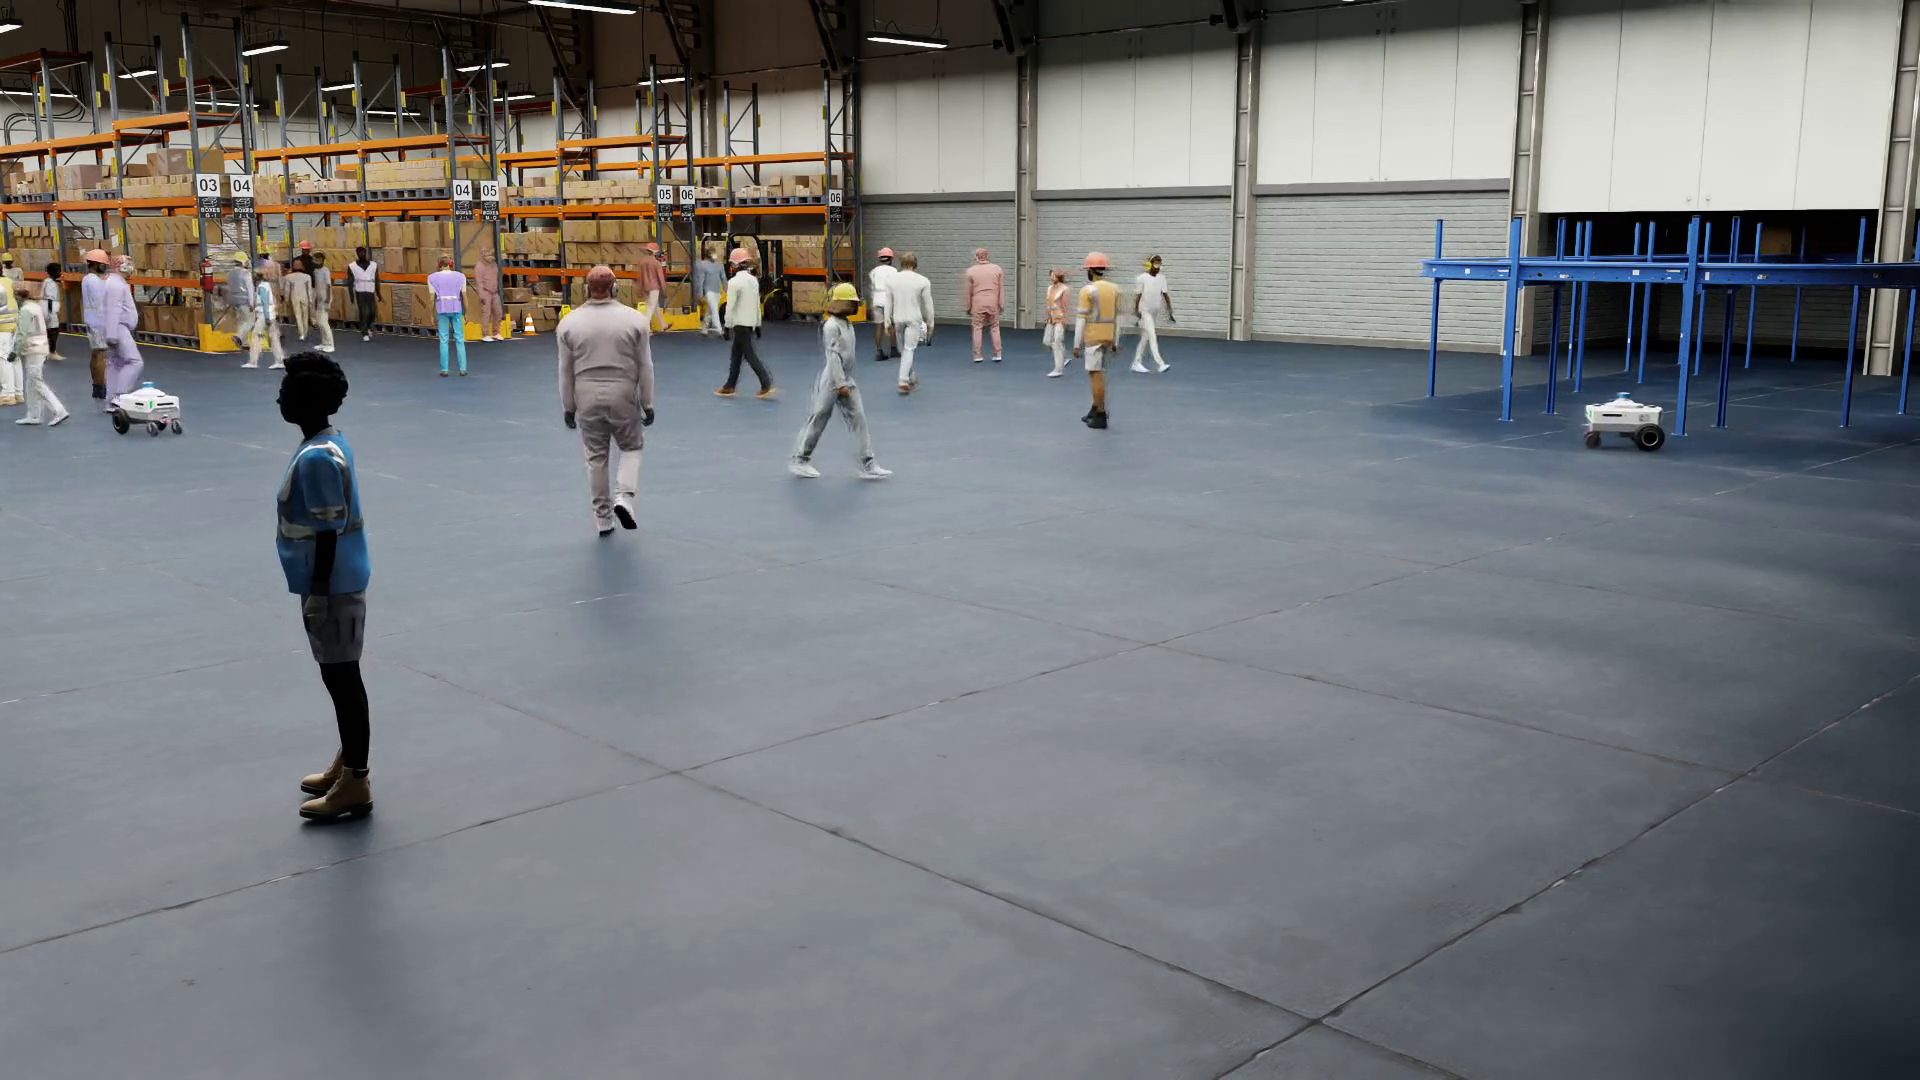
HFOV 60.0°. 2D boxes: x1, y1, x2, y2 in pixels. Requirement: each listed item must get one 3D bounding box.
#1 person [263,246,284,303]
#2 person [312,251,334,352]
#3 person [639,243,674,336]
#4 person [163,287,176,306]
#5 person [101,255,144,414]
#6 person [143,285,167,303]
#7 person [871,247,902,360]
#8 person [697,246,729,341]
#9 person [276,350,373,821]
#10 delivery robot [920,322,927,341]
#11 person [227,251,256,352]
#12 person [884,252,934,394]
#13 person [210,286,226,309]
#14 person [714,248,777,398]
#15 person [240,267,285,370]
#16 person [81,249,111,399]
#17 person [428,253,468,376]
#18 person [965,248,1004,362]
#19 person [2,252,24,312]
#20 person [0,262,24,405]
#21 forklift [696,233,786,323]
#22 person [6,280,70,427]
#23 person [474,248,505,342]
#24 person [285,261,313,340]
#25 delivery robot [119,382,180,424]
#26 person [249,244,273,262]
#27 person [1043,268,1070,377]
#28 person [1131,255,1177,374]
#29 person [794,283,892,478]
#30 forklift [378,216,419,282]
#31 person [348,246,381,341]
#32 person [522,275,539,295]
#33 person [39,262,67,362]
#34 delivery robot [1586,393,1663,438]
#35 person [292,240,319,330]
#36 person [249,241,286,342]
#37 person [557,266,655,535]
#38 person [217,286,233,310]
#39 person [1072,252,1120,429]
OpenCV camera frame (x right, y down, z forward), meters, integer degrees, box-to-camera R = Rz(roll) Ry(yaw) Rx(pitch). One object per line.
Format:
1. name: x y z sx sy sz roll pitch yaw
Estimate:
1. person: -14.481 -5.175 34.676 0.612 1.876 0.954 -8 13 -39
2. person: -11.642 -4.348 30.329 0.379 1.826 0.680 -9 14 -42
3. person: -6.441 -5.343 35.433 0.634 1.937 1.022 10 14 42
4. person: -19.940 -6.520 41.906 0.547 1.925 0.577 -8 13 -35
5. person: -9.984 -2.435 19.754 0.486 1.874 0.673 -6 12 -29
6. person: -18.955 -5.849 39.166 0.503 1.585 0.842 -7 12 -32
7. person: -1.249 -4.045 28.435 0.550 1.902 0.716 6 12 30
8. person: -5.017 -4.996 33.707 1.015 1.895 0.645 9 13 39
9. person: -2.324 0.159 6.095 0.318 1.700 0.535 -4 11 -18
10. delivery robot: -0.819 -4.099 32.292 0.477 0.478 0.707 0 10 -2
11. person: -13.043 -4.318 30.169 0.612 1.817 0.505 6 12 29
12. person: -0.677 -2.933 22.462 0.654 1.883 1.041 3 11 16
13. person: -17.183 -5.898 38.674 0.603 1.858 0.643 -9 13 -39
14. person: -2.800 -2.829 21.710 1.000 1.954 0.627 5 11 24
15. person: -11.091 -3.499 26.291 0.749 1.611 0.521 -2 11 -11
16. person: -11.221 -2.820 21.717 0.373 1.928 0.543 -9 14 -41
17. person: -7.712 -3.396 25.098 0.564 1.837 0.388 -4 11 -22
18. person: 0.414 -3.923 27.831 0.655 1.894 0.414 -2 11 -11
19. person: -20.458 -5.324 35.869 0.530 1.742 0.703 -10 14 -43
20. person: -12.060 -2.625 20.898 0.430 1.841 0.624 -1 10 -5
21. forklift: -5.496 -6.489 41.108 2.313 2.155 1.214 -10 14 -44
22. person: -10.257 -2.070 18.479 0.537 1.617 0.529 -4 11 -19
23. person: -9.382 -4.863 33.036 0.524 1.862 0.680 5 12 27
24. person: -13.451 -4.871 33.825 0.506 1.589 0.832 -7 12 -32
25. delivery robot: -8.709 -1.453 17.864 0.707 0.478 0.477 8 13 37
26. person: -15.285 -5.528 36.250 0.628 2.006 0.848 -6 12 -30
27. person: 1.464 -3.260 24.915 0.398 1.622 0.541 -6 12 -29
28. person: 2.969 -3.453 25.490 0.542 1.802 1.002 -7 12 -32
29. person: -1.074 -1.381 14.502 0.891 1.699 0.491 5 11 25
30. forklift: -17.868 -9.201 54.028 1.873 2.768 1.129 -10 14 -44
31. person: -12.000 -4.970 33.511 0.622 1.901 0.481 -7 13 -34
32. person: -11.632 -6.985 45.096 0.399 1.684 0.548 10 14 43
33. person: -15.375 -3.842 27.989 0.571 1.664 0.554 -7 12 -32
34. delivery robot: 6.651 -1.234 16.674 0.707 0.478 0.477 3 11 16
35. person: -14.627 -5.712 37.300 0.623 1.992 0.396 -10 14 -43
36. person: -13.791 -4.901 32.889 1.053 1.984 0.617 10 14 43
37. person: -2.487 -0.977 11.734 0.667 1.895 0.428 -1 10 -5
38. person: -16.334 -5.670 37.348 0.628 1.896 0.689 -8 13 -36
39. person: 1.444 -2.216 18.433 0.570 1.919 0.649 -9 14 -41
